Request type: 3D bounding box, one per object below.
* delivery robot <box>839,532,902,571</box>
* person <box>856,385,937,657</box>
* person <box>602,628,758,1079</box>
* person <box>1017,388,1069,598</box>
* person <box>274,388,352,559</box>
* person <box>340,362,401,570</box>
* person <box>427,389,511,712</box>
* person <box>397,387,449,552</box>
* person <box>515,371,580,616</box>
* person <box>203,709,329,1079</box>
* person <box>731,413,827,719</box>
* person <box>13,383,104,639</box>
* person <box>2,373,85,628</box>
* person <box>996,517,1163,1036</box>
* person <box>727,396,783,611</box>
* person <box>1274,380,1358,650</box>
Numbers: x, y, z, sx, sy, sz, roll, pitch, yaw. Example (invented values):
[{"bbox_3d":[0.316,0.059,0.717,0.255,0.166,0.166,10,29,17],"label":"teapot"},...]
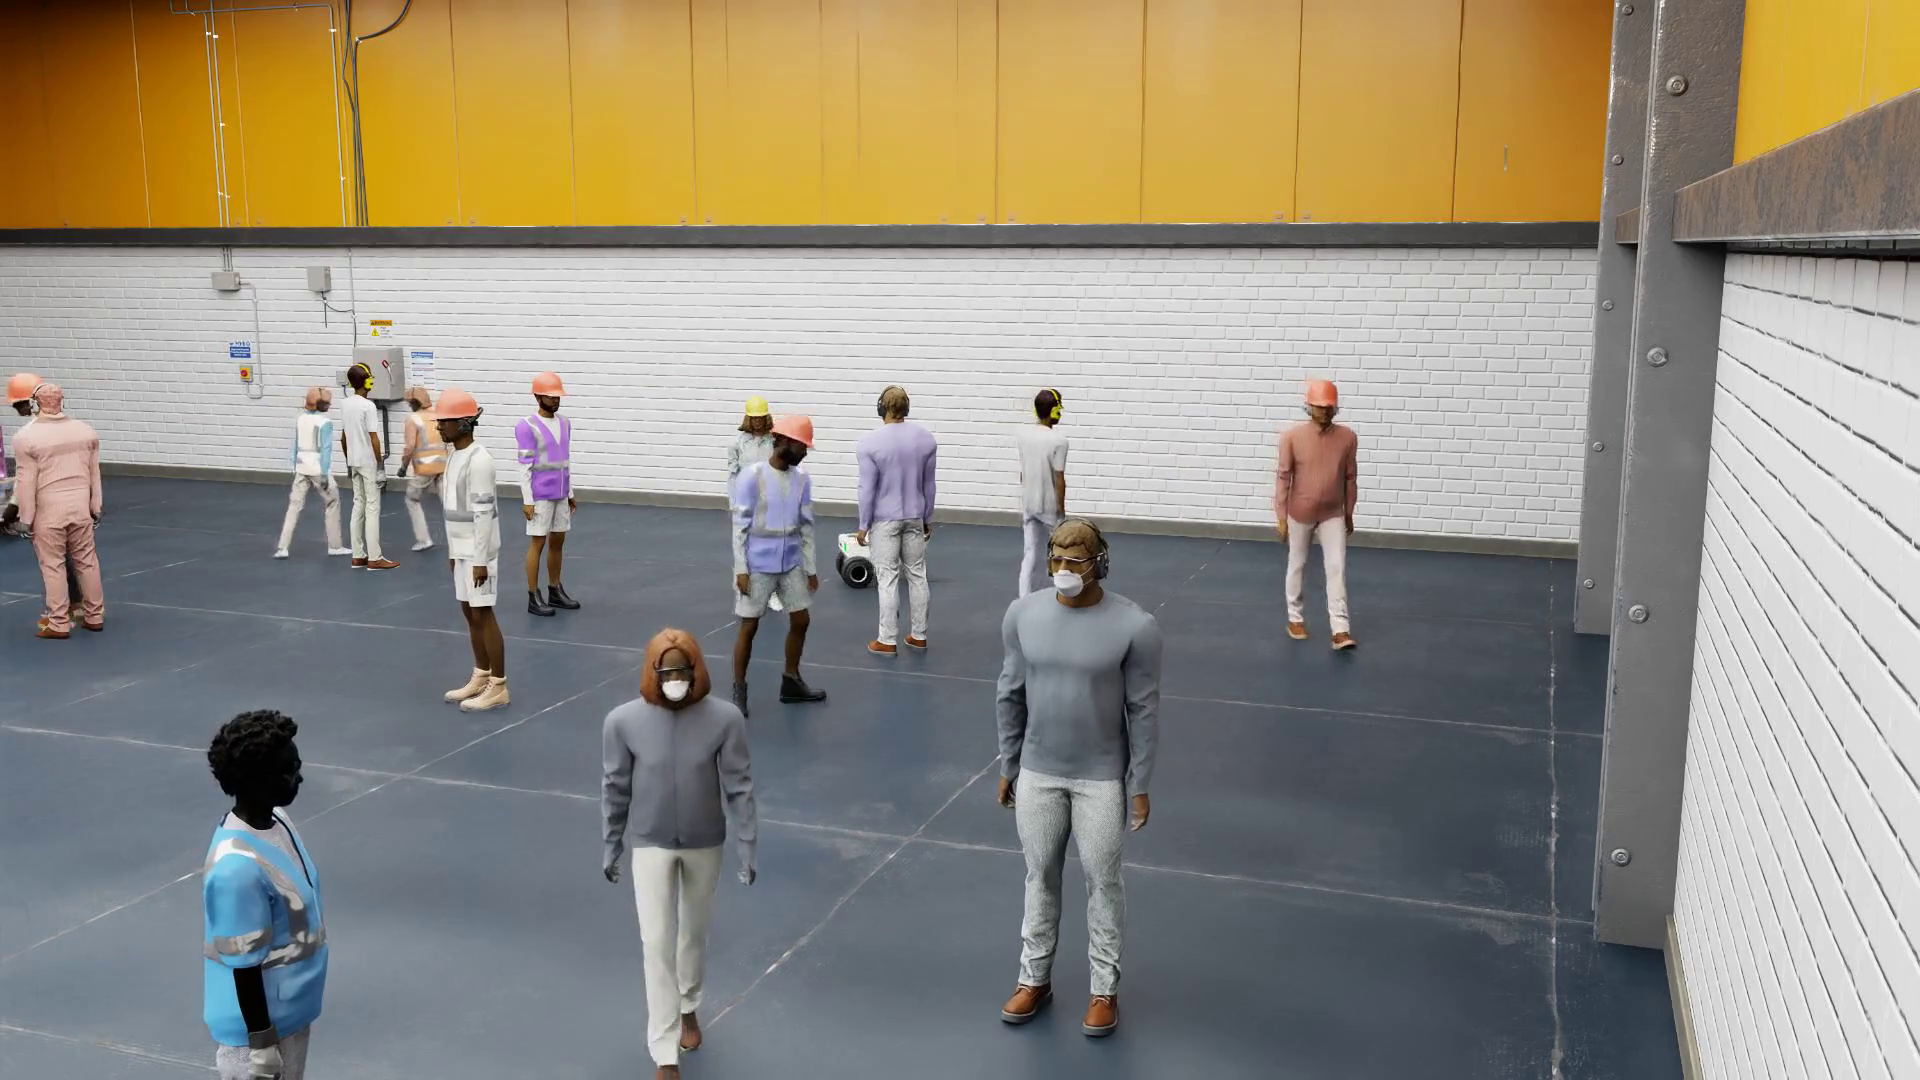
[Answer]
[{"bbox_3d":[-0.683,0.059,14.405,0.707,0.478,0.477,-2,10,-11],"label":"delivery robot"},{"bbox_3d":[-0.458,-0.133,11.853,0.629,1.940,0.377,-6,12,-30],"label":"person"},{"bbox_3d":[-0.964,1.109,5.793,0.527,1.593,0.801,-3,10,-15],"label":"person"},{"bbox_3d":[0.689,-0.235,12.718,0.515,1.844,0.775,8,13,37],"label":"person"},{"bbox_3d":[-6.112,-0.616,15.556,0.573,1.601,0.619,6,12,29],"label":"person"},{"bbox_3d":[-5.356,-0.661,15.019,0.531,1.872,0.318,7,12,36],"label":"person"},{"bbox_3d":[-3.111,0.064,10.497,0.394,2.038,0.606,-7,12,-33],"label":"person"},{"bbox_3d":[-5.007,-0.644,15.683,0.649,1.593,0.532,5,11,25],"label":"person"},{"bbox_3d":[-3.245,-0.372,13.206,0.375,1.935,0.551,6,12,29],"label":"person"},{"bbox_3d":[-1.878,1.287,4.536,0.315,1.696,0.541,-3,10,-15],"label":"person"},{"bbox_3d":[-1.140,0.157,10.392,0.703,1.892,0.392,-9,13,-41],"label":"person"},{"bbox_3d":[-6.738,-0.216,12.416,0.402,1.906,0.652,5,11,28],"label":"person"},{"bbox_3d":[-7.038,-0.310,12.775,0.485,1.962,0.632,-4,11,-21],"label":"person"},{"bbox_3d":[0.428,0.873,6.192,0.627,1.940,0.372,4,11,21],"label":"person"},{"bbox_3d":[-1.600,-0.281,13.241,0.492,1.742,0.324,-3,11,-19],"label":"person"},{"bbox_3d":[2.605,-0.177,12.062,0.655,1.947,0.959,-1,10,-5],"label":"person"}]
